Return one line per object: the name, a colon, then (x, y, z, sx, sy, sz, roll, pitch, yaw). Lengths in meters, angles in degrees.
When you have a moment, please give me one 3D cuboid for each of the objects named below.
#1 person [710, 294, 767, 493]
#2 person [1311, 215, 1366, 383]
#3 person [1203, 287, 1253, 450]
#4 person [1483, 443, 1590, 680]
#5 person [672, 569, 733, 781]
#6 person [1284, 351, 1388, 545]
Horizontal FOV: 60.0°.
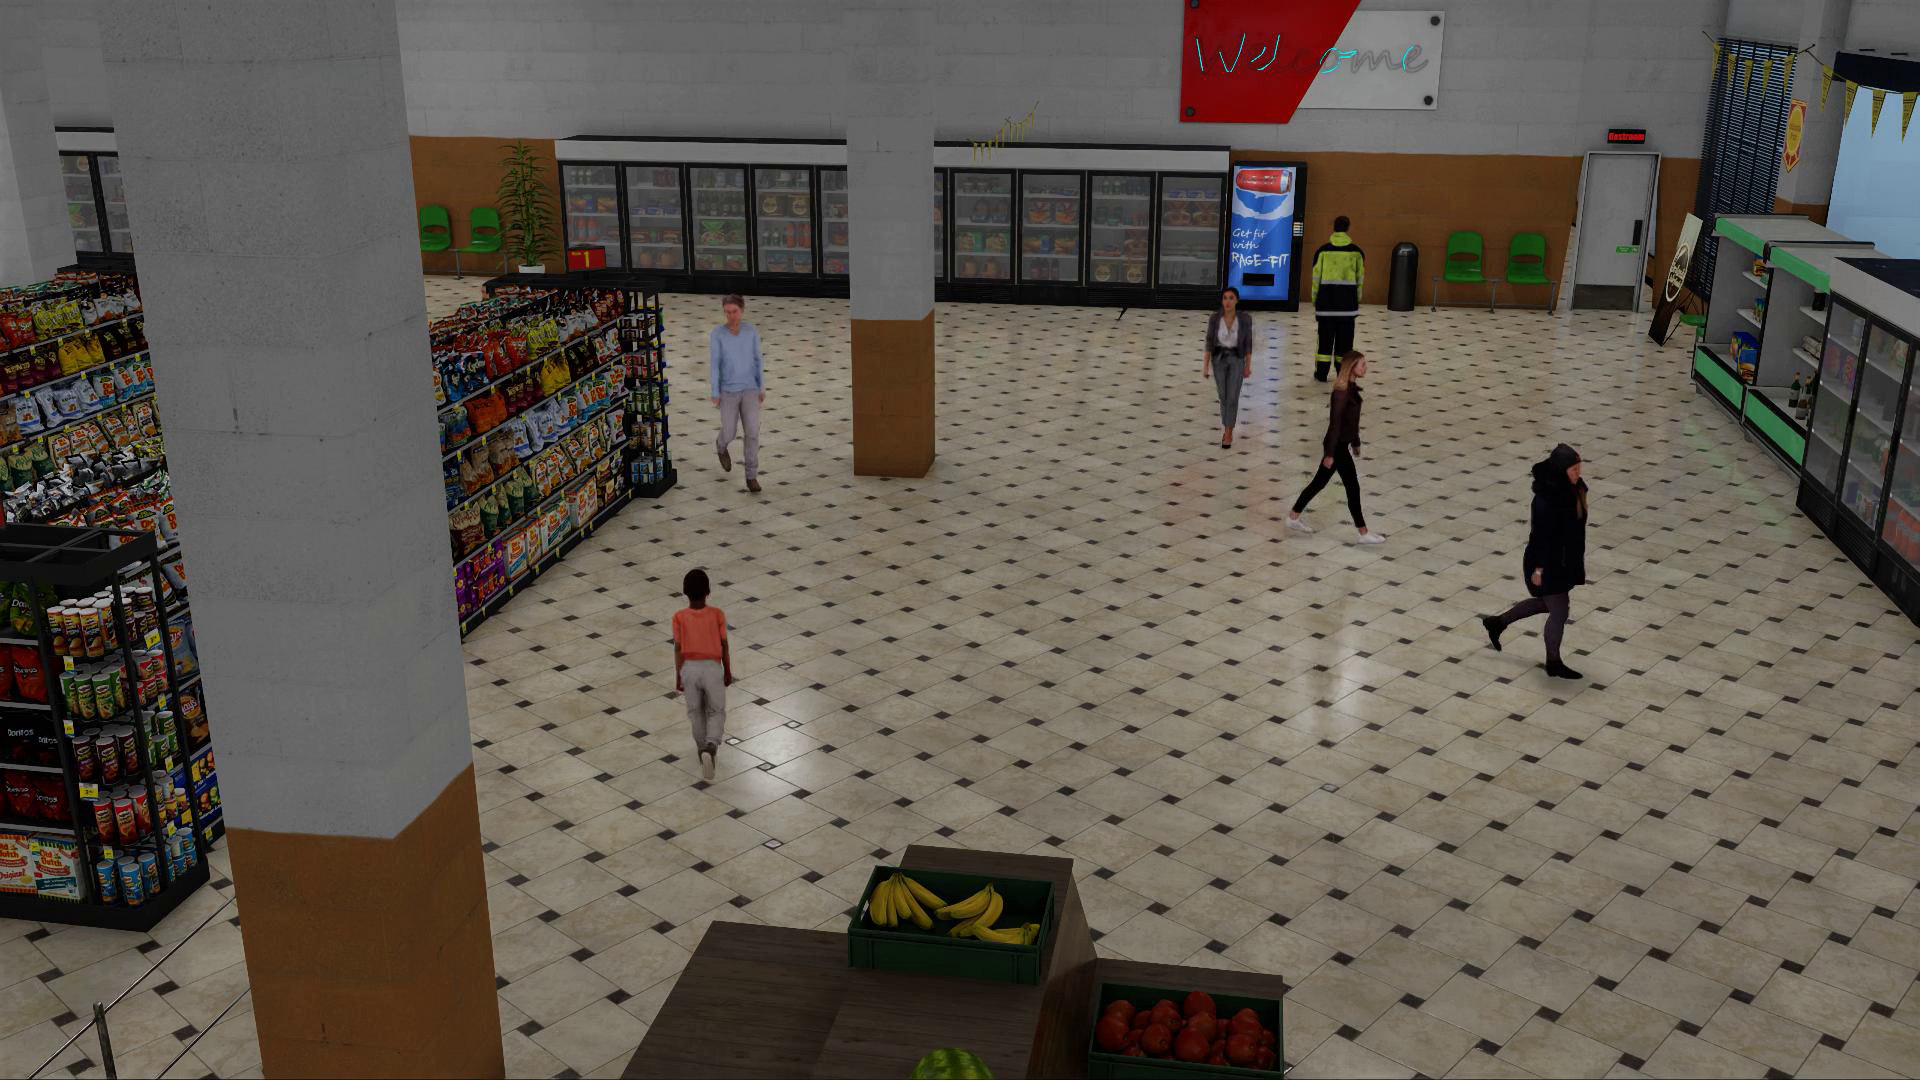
person: (-2.132, -1.405, 15.741, 1.002, 1.867, 1.148, -8, 20, -23)
person: (4.530, -2.910, 20.027, 0.777, 1.980, 0.642, 2, 19, 6)
person: (2.797, -1.796, 17.237, 0.700, 1.652, 0.841, 7, 20, 19)
person: (4.027, 0.134, 11.507, 0.976, 1.656, 1.038, 13, 23, 34)
person: (-1.554, 0.816, 10.044, 0.618, 1.298, 0.843, -2, 19, -6)
person: (3.143, -0.774, 14.201, 0.818, 1.654, 1.097, 6, 20, 18)
